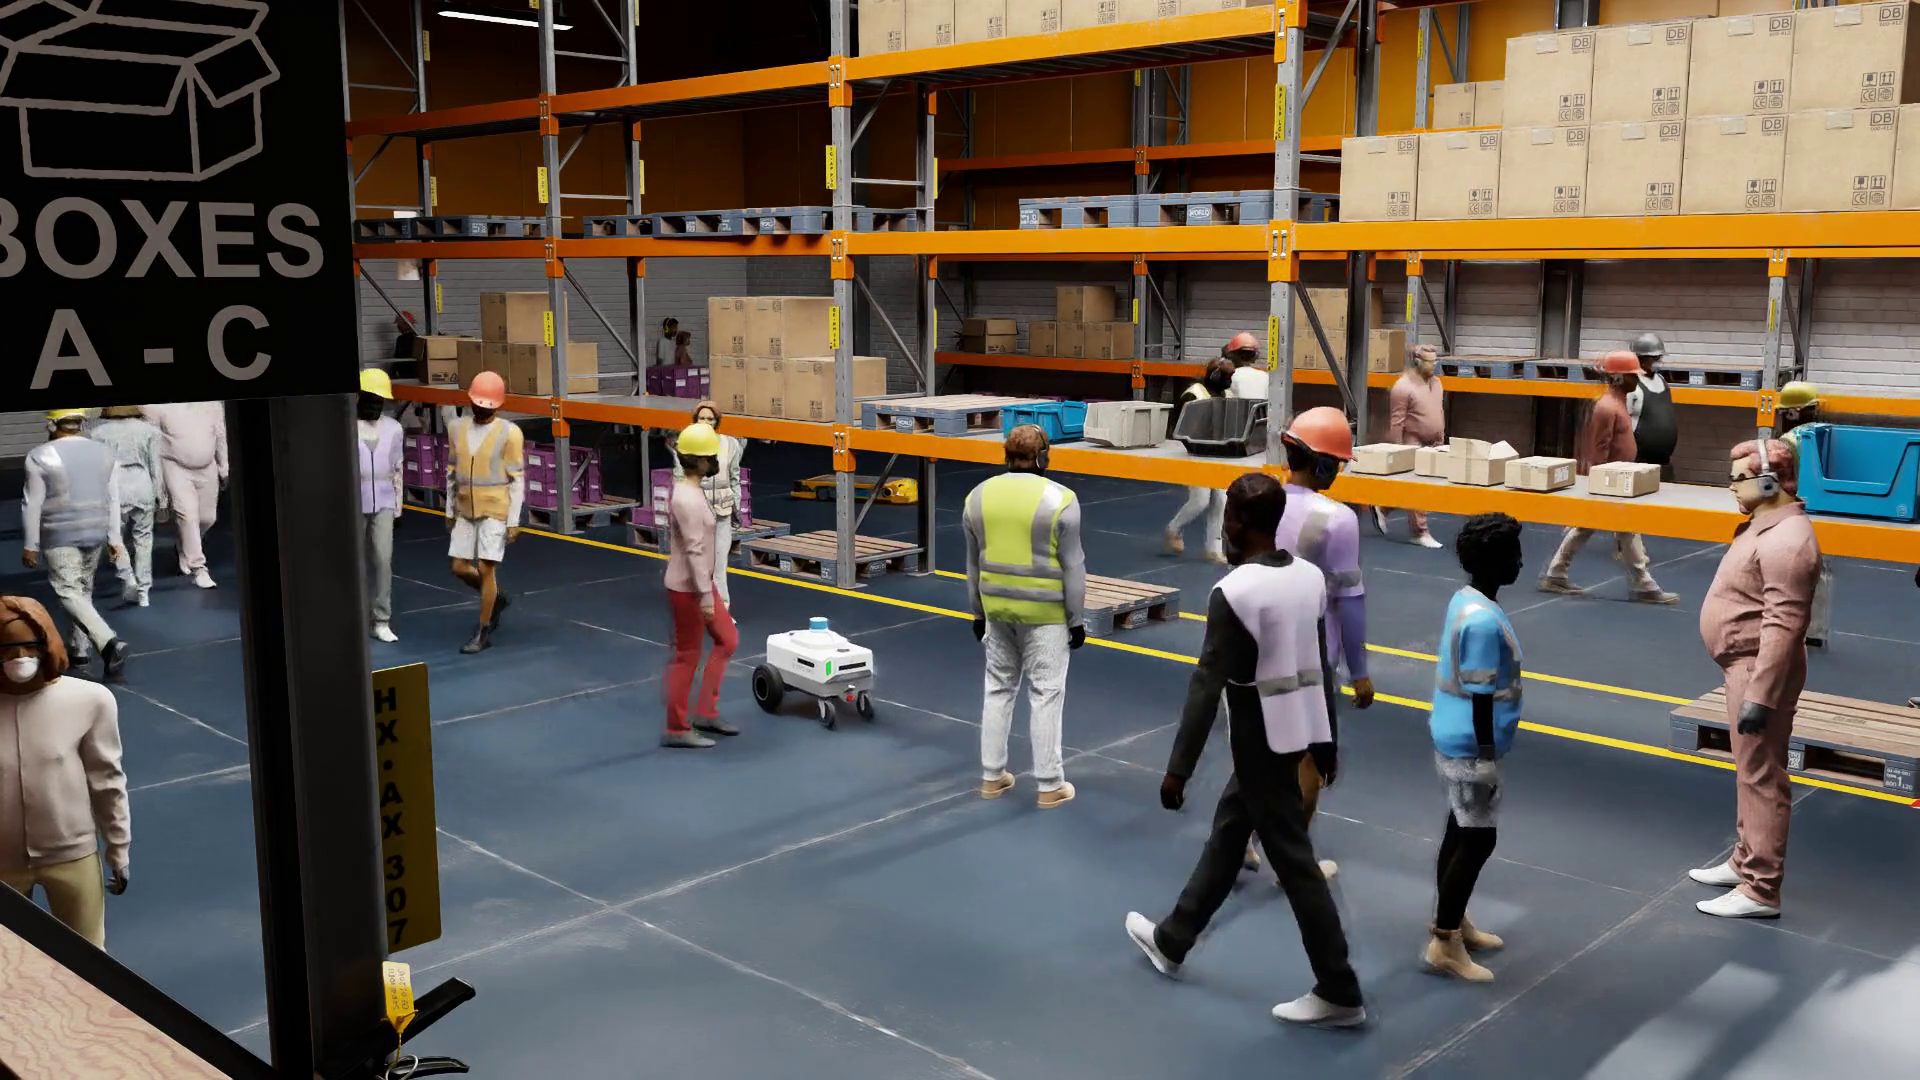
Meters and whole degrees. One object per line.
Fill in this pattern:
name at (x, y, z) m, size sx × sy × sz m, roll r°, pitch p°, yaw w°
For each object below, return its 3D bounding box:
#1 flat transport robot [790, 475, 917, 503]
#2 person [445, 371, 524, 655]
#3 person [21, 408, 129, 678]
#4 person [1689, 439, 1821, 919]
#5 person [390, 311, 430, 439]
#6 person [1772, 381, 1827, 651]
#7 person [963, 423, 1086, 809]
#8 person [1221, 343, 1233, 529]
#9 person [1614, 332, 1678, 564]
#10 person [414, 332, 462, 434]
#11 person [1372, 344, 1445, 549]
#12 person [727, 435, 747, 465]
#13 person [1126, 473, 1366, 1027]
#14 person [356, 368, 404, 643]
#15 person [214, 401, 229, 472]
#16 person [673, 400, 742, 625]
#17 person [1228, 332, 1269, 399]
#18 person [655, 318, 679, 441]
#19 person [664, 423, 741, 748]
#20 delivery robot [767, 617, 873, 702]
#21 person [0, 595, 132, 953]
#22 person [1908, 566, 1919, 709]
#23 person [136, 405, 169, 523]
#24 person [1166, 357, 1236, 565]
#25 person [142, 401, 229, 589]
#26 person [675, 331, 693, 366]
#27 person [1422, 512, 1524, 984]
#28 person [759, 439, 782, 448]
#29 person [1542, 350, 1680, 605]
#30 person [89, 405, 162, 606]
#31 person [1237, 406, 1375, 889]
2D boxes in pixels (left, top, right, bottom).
flat transport robot at (-1.098, -0.578, 18.465) m, size 1.431 × 0.197 × 0.652 m, roll 4°, pitch 10°, yaw 21°
person at (-3.174, -0.190, 11.148) m, size 0.623 × 1.889 × 0.539 m, roll 3°, pitch 10°, yaw 15°
person at (-5.505, -0.030, 10.407) m, size 0.795 × 1.809 × 0.588 m, roll 4°, pitch 10°, yaw 25°
person at (3.142, 0.546, 6.600) m, size 0.405 × 1.902 × 0.636 m, roll 4°, pitch 10°, yaw 22°
person at (-8.131, -2.389, 24.461) m, size 0.768 × 1.979 × 0.626 m, roll -8°, pitch 12°, yaw -39°
person at (5.611, -0.170, 11.278) m, size 0.585 × 1.799 × 0.712 m, roll -4°, pitch 10°, yaw -25°
person at (0.320, 0.356, 7.987) m, size 0.621 × 1.833 × 0.430 m, roll 6°, pitch 11°, yaw 33°
person at (2.644, -1.007, 16.312) m, size 0.537 × 1.835 × 0.401 m, roll -5°, pitch 10°, yaw -27°
person at (5.929, -0.803, 14.433) m, size 0.699 × 2.000 × 0.537 m, roll -6°, pitch 11°, yaw -34°
person at (-6.433, -1.670, 20.528) m, size 0.953 × 1.791 × 0.630 m, roll -1°, pitch 9°, yaw -4°
person at (4.181, -0.889, 15.453) m, size 0.659 × 1.881 × 0.783 m, roll -8°, pitch 12°, yaw -42°
person at (-2.527, -1.484, 19.045) m, size 0.669 × 1.896 × 0.699 m, roll 4°, pitch 10°, yaw 25°
person at (0.986, 0.707, 5.738) m, size 1.007 × 1.848 × 0.723 m, roll 7°, pitch 12°, yaw 38°
person at (-4.143, -0.254, 11.542) m, size 0.592 × 1.883 × 0.740 m, roll -8°, pitch 12°, yaw -39°
person at (-9.339, -1.777, 20.777) m, size 0.665 × 1.918 × 0.539 m, roll 6°, pitch 11°, yaw 33°
person at (-1.798, -0.183, 11.871) m, size 0.515 × 1.636 × 0.315 m, roll -5°, pitch 11°, yaw -29°
person at (2.626, -0.883, 15.119) m, size 0.632 × 1.998 × 0.767 m, roll -3°, pitch 10°, yaw -20°
person at (-4.283, -2.359, 24.610) m, size 0.583 × 1.837 × 0.495 m, roll 1°, pitch 9°, yaw 4°
person at (-1.350, 0.251, 8.861) m, size 0.529 × 1.747 × 0.543 m, roll -1°, pitch 9°, yaw -5°
delivery robot at (-0.808, 0.688, 9.549) m, size 0.477 × 0.478 × 0.707 m, roll -7°, pitch 11°, yaw -37°
person at (-2.715, 0.960, 4.902) m, size 0.500 × 1.628 × 0.277 m, roll -5°, pitch 10°, yaw -26°
person at (5.537, 0.055, 9.317) m, size 0.612 × 1.995 × 0.382 m, roll -8°, pitch 12°, yaw -42°
person at (-8.154, -1.069, 16.599) m, size 0.592 × 1.866 × 0.492 m, roll -1°, pitch 9°, yaw -4°
person at (2.124, -0.698, 14.514) m, size 0.632 × 1.807 × 0.624 m, roll -6°, pitch 11°, yaw -34°
person at (-6.276, -0.568, 13.503) m, size 0.831 × 1.880 × 0.655 m, roll 8°, pitch 12°, yaw 39°
person at (-4.334, -2.416, 25.602) m, size 0.653 × 1.616 × 0.529 m, roll -4°, pitch 10°, yaw -24°
person at (1.878, 0.737, 6.062) m, size 0.317 × 1.701 × 0.558 m, roll 2°, pitch 9°, yaw 10°
person at (-2.726, -2.272, 23.969) m, size 0.672 × 1.868 × 0.909 m, roll -8°, pitch 12°, yaw -39°
person at (5.033, -0.493, 12.850) m, size 1.010 × 1.945 × 0.631 m, roll 4°, pitch 10°, yaw 26°
person at (-6.282, -0.335, 12.567) m, size 0.484 × 1.718 × 0.409 m, roll -7°, pitch 12°, yaw -37°
person at (1.375, 0.460, 6.798) m, size 0.497 × 2.013 × 0.609 m, roll -5°, pitch 11°, yaw -30°
